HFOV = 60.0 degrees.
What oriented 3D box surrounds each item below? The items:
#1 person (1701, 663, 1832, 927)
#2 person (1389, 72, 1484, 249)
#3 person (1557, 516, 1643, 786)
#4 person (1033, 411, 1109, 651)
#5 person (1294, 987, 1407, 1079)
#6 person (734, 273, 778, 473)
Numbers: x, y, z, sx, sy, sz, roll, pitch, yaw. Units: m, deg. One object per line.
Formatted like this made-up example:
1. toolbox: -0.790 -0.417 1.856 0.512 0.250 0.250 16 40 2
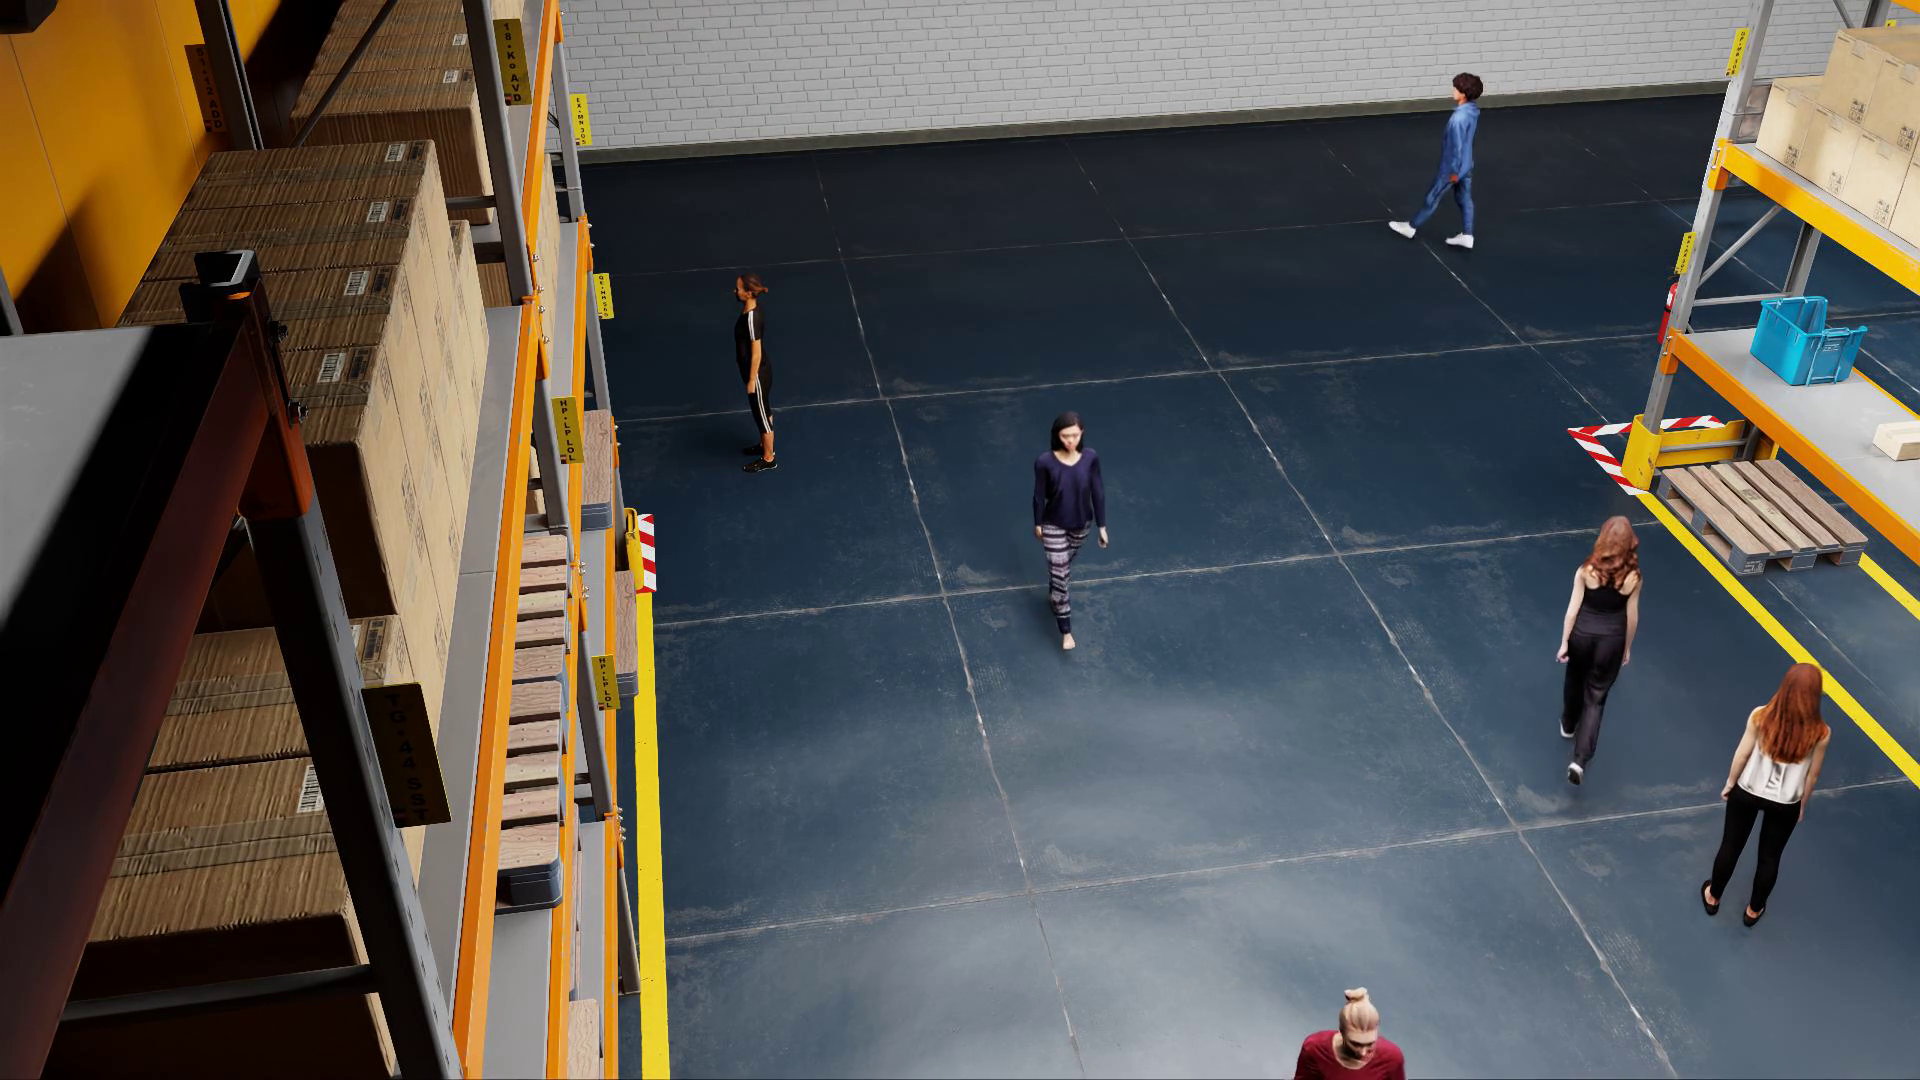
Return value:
1. person: 4.377 1.389 9.011 0.643 1.719 0.681 17 37 24
2. person: 5.073 -3.763 16.714 1.163 1.772 1.147 17 37 24
3. person: 3.838 0.687 10.072 0.923 1.713 1.190 10 35 15
4. person: 0.710 -0.166 11.373 0.668 1.694 1.020 -8 35 -12
5. person: 1.652 2.541 7.316 0.750 1.677 0.992 -1 34 -1
6. person: -1.615 -1.342 13.165 0.645 1.669 0.456 -4 34 -6
